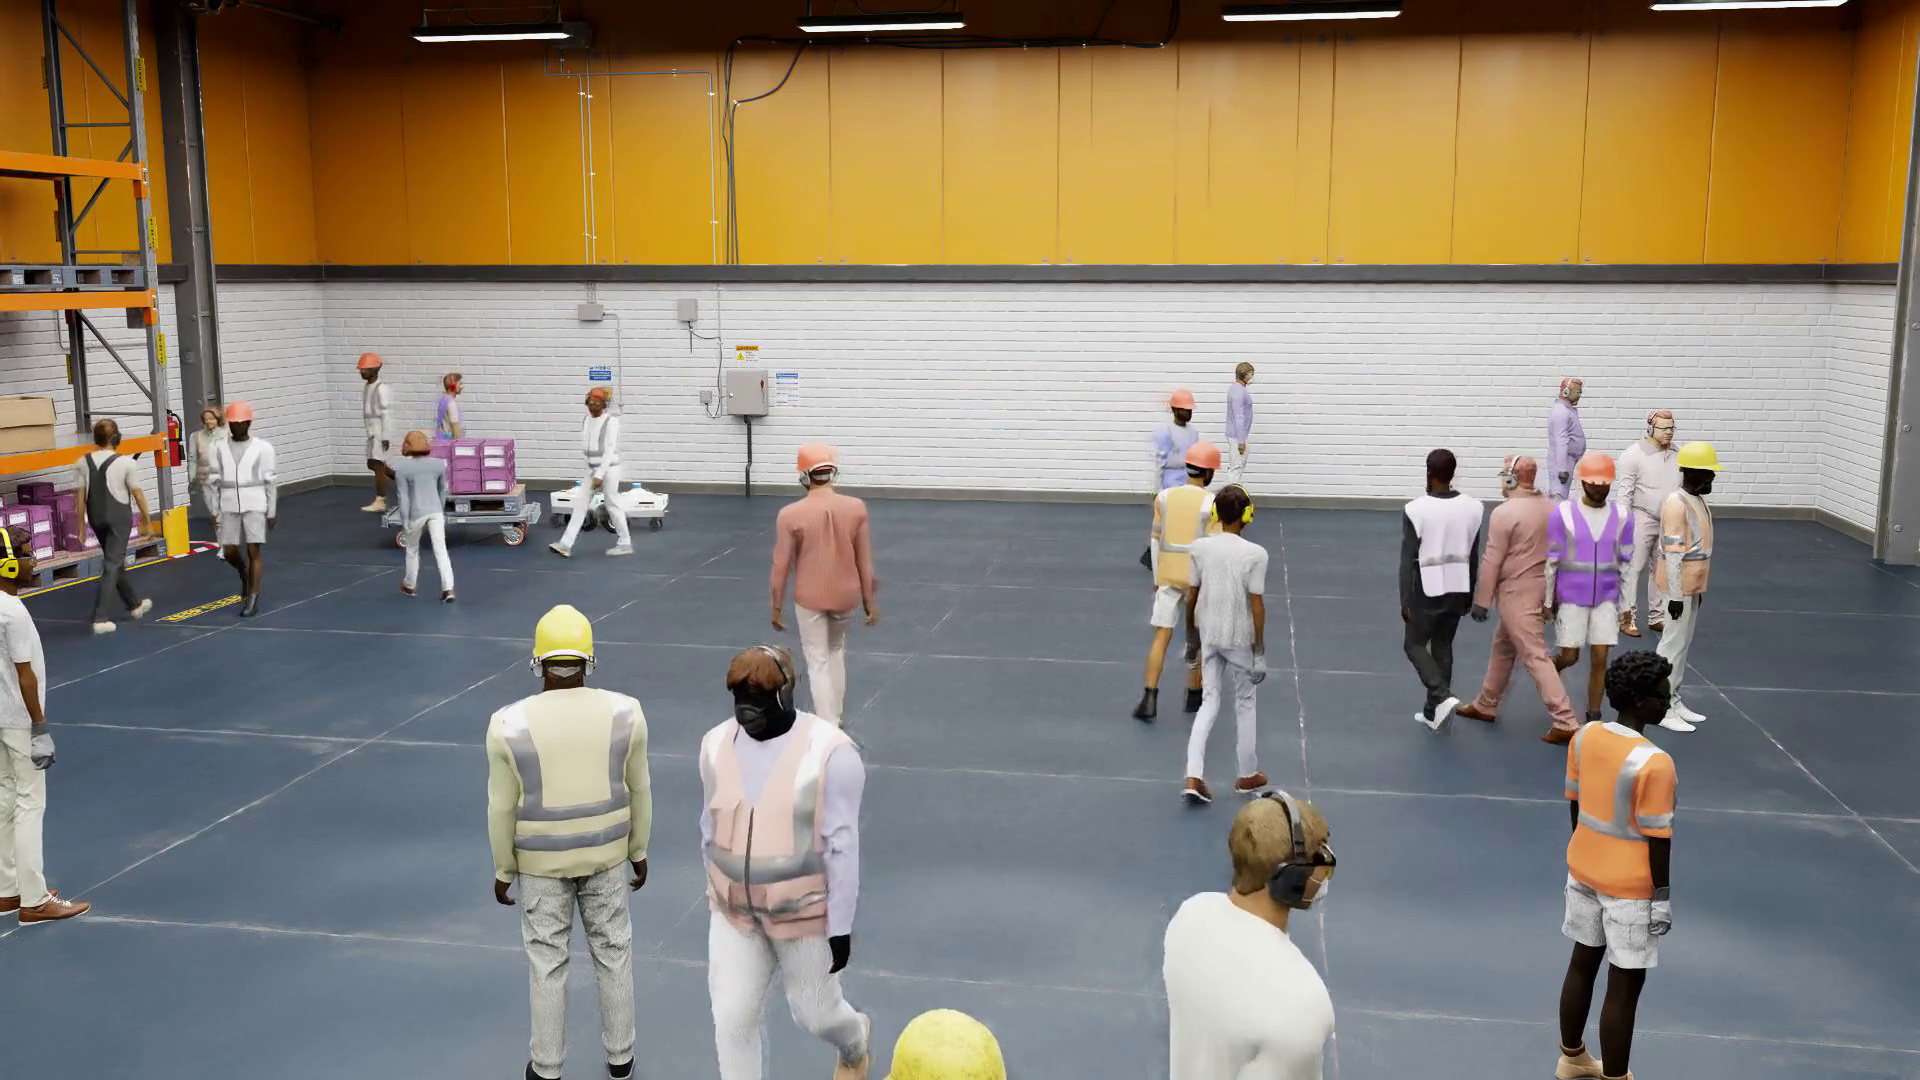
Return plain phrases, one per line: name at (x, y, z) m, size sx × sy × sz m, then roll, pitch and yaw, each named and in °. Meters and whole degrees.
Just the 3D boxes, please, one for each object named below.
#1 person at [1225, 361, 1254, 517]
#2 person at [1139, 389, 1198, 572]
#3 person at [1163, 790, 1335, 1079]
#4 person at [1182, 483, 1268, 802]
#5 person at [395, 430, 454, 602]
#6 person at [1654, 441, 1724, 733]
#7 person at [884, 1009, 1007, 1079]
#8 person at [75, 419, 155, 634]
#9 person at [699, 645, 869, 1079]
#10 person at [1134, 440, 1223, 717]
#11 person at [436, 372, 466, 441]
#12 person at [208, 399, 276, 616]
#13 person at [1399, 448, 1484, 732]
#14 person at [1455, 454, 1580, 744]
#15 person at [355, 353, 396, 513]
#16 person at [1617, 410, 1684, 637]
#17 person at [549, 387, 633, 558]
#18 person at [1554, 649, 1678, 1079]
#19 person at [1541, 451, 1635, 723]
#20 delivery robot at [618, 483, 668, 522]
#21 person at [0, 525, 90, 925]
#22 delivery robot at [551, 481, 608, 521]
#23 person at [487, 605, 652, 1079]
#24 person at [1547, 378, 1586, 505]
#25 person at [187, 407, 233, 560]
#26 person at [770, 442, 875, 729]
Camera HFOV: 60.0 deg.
person at (3.472, -1.247, 20.638) m, size 0.372 × 1.934 × 0.627 m, roll 1°, pitch 9°, yaw 6°
person at (2.134, -0.561, 16.514) m, size 0.557 × 1.899 × 0.971 m, roll -9°, pitch 13°, yaw -44°
person at (0.584, 1.490, 3.838) m, size 1.039 × 1.894 × 0.643 m, roll -3°, pitch 10°, yaw -20°
person at (1.522, 0.591, 9.529) m, size 0.536 × 1.843 × 0.785 m, roll 6°, pitch 11°, yaw 34°
person at (-4.960, -0.226, 15.377) m, size 0.498 × 1.588 × 0.891 m, roll -7°, pitch 12°, yaw -37°
person at (4.832, 0.299, 11.060) m, size 0.369 × 1.925 × 0.594 m, roll 6°, pitch 11°, yaw 35°
person at (-0.001, 1.692, 3.048) m, size 0.648 × 1.712 × 0.518 m, roll 8°, pitch 12°, yaw 39°
person at (-7.202, -0.136, 14.194) m, size 0.534 × 1.791 × 0.990 m, roll 1°, pitch 9°, yaw 4°
person at (-0.591, 1.226, 5.679) m, size 0.622 × 1.809 × 0.807 m, roll 3°, pitch 10°, yaw 19°
person at (1.503, 0.282, 11.307) m, size 0.563 × 1.901 × 0.727 m, roll 6°, pitch 11°, yaw 32°
person at (-6.262, -1.139, 20.329) m, size 0.798 × 1.818 × 0.573 m, roll -3°, pitch 10°, yaw -19°
person at (-6.352, -0.296, 14.768) m, size 0.570 × 1.926 × 0.550 m, roll -1°, pitch 9°, yaw -9°
person at (3.159, 0.350, 10.901) m, size 0.596 × 1.886 × 0.548 m, roll -2°, pitch 9°, yaw -15°
person at (3.706, 0.372, 10.870) m, size 0.623 × 1.861 × 1.008 m, roll -8°, pitch 12°, yaw -40°
person at (-7.311, -1.370, 21.117) m, size 0.666 × 2.029 × 0.613 m, roll -7°, pitch 12°, yaw -39°
person at (5.783, -0.135, 13.857) m, size 0.648 × 1.903 × 0.399 m, roll -2°, pitch 9°, yaw -14°
person at (-3.862, -0.701, 17.588) m, size 0.592 × 1.823 × 0.939 m, roll 7°, pitch 12°, yaw 38°
person at (2.388, 1.226, 6.016) m, size 0.317 × 1.698 × 0.540 m, roll -2°, pitch 9°, yaw -13°
person at (4.067, 0.343, 10.854) m, size 0.566 × 1.911 × 0.691 m, roll 1°, pitch 9°, yaw 5°
delivery robot at (-3.782, -0.424, 19.505) m, size 0.707 × 0.478 × 0.477 m, roll -1°, pitch 9°, yaw -4°
person at (-4.388, 0.859, 7.767) m, size 0.532 × 1.871 × 0.319 m, roll 7°, pitch 11°, yaw 36°
delivery robot at (-4.494, -0.458, 19.714) m, size 0.707 × 0.478 × 0.477 m, roll 4°, pitch 10°, yaw 24°
person at (-1.429, 1.144, 6.114) m, size 0.592 × 1.833 × 0.404 m, roll -4°, pitch 10°, yaw -23°
person at (6.541, -0.801, 17.978) m, size 0.406 × 1.902 × 0.637 m, roll 3°, pitch 10°, yaw 18°
person at (-7.867, -0.586, 17.533) m, size 0.513 × 1.610 × 0.746 m, roll -1°, pitch 9°, yaw -4°
person at (-0.907, 0.358, 10.550) m, size 0.654 × 1.968 × 0.709 m, roll -5°, pitch 10°, yaw -27°
